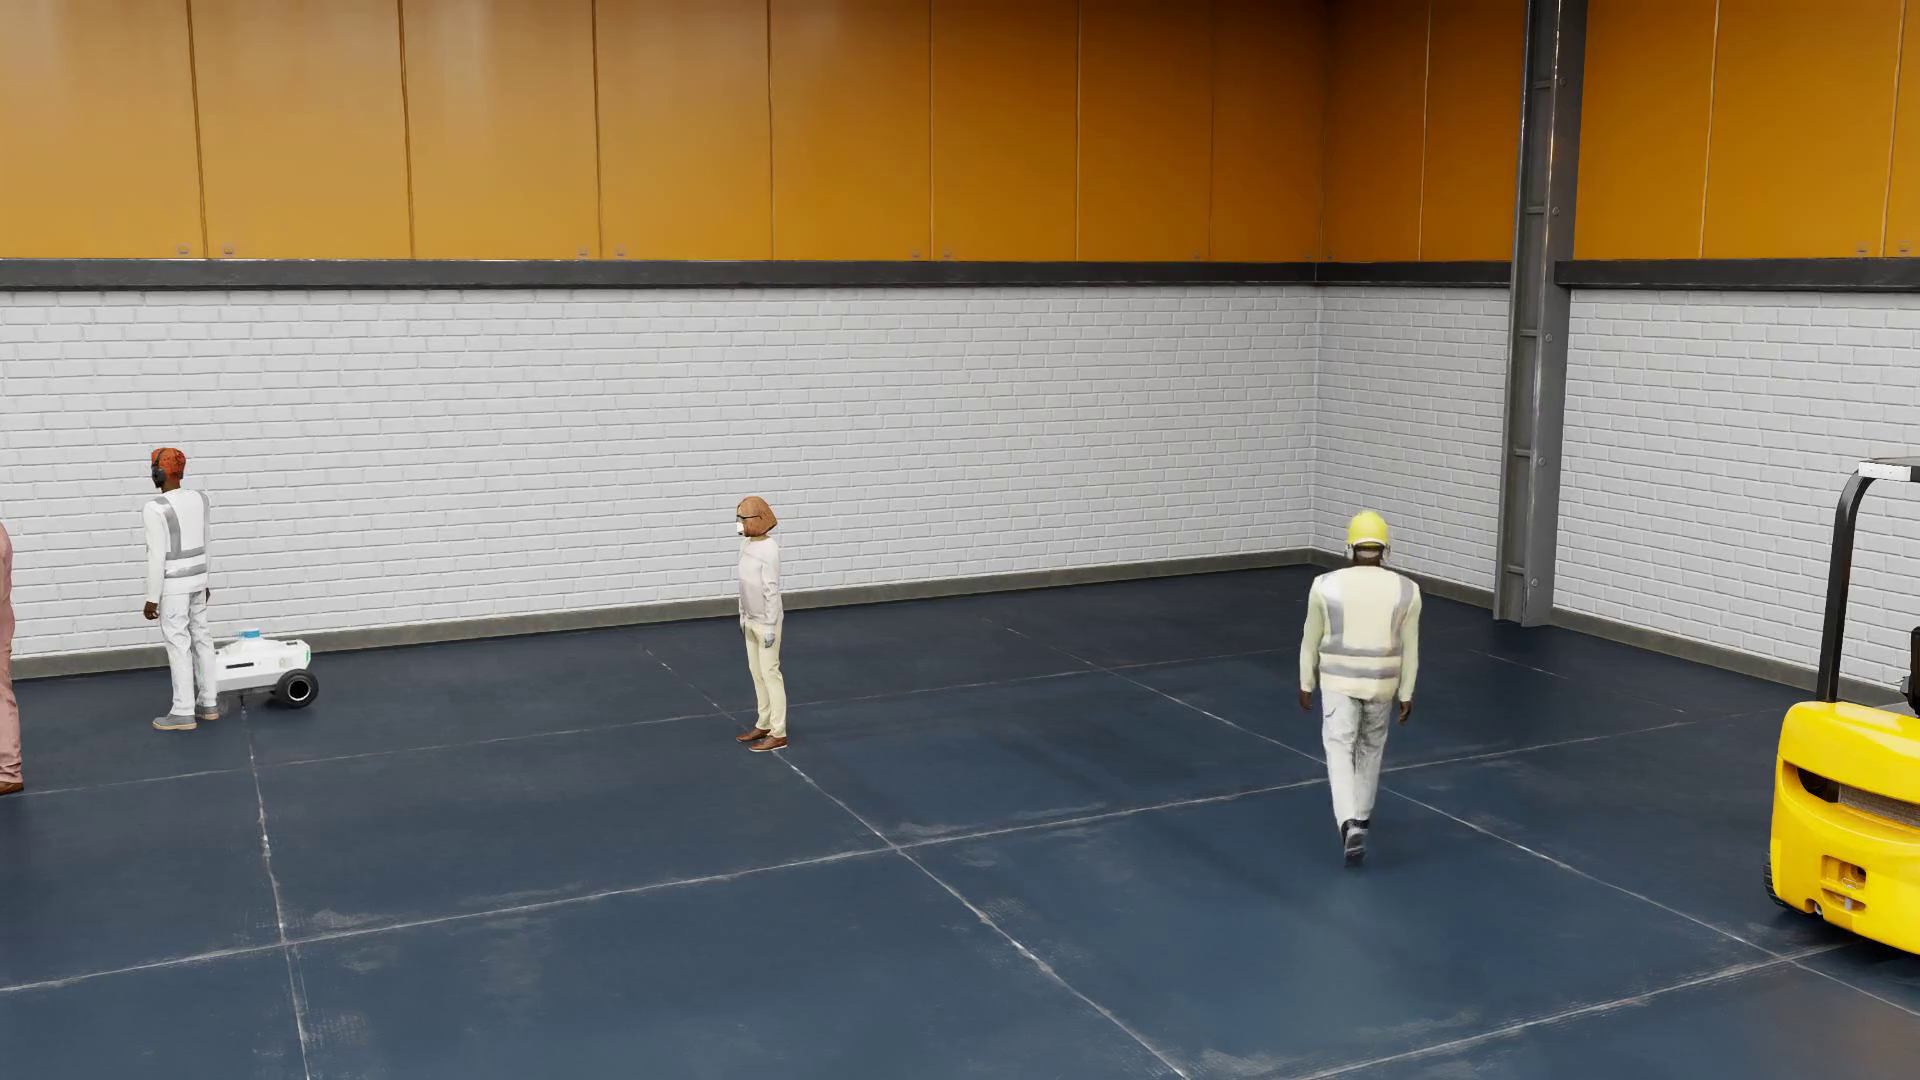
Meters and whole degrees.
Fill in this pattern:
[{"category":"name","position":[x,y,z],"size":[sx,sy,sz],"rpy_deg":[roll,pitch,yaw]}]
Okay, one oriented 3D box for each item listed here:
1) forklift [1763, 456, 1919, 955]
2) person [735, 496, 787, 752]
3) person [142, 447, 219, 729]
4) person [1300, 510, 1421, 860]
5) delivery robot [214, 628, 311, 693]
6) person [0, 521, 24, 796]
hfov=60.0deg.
[{"category":"forklift","position":[4.857,0.731,7.561],"size":[2.313,2.155,1.214],"rpy_deg":[-4,10,-25]},{"category":"person","position":[-1.277,0.527,10.588],"size":[0.280,1.624,0.493],"rpy_deg":[-5,11,-31]},{"category":"person","position":[-5.203,0.321,11.070],"size":[0.356,1.883,0.573],"rpy_deg":[2,9,13]},{"category":"person","position":[2.087,0.745,8.696],"size":[0.599,1.804,0.837],"rpy_deg":[1,9,6]},{"category":"delivery robot","position":[-4.916,0.855,11.571],"size":[0.707,0.478,0.477],"rpy_deg":[-6,11,-34]},{"category":"person","position":[-5.692,0.536,9.643],"size":[0.411,1.913,0.643],"rpy_deg":[-6,11,-34]}]
